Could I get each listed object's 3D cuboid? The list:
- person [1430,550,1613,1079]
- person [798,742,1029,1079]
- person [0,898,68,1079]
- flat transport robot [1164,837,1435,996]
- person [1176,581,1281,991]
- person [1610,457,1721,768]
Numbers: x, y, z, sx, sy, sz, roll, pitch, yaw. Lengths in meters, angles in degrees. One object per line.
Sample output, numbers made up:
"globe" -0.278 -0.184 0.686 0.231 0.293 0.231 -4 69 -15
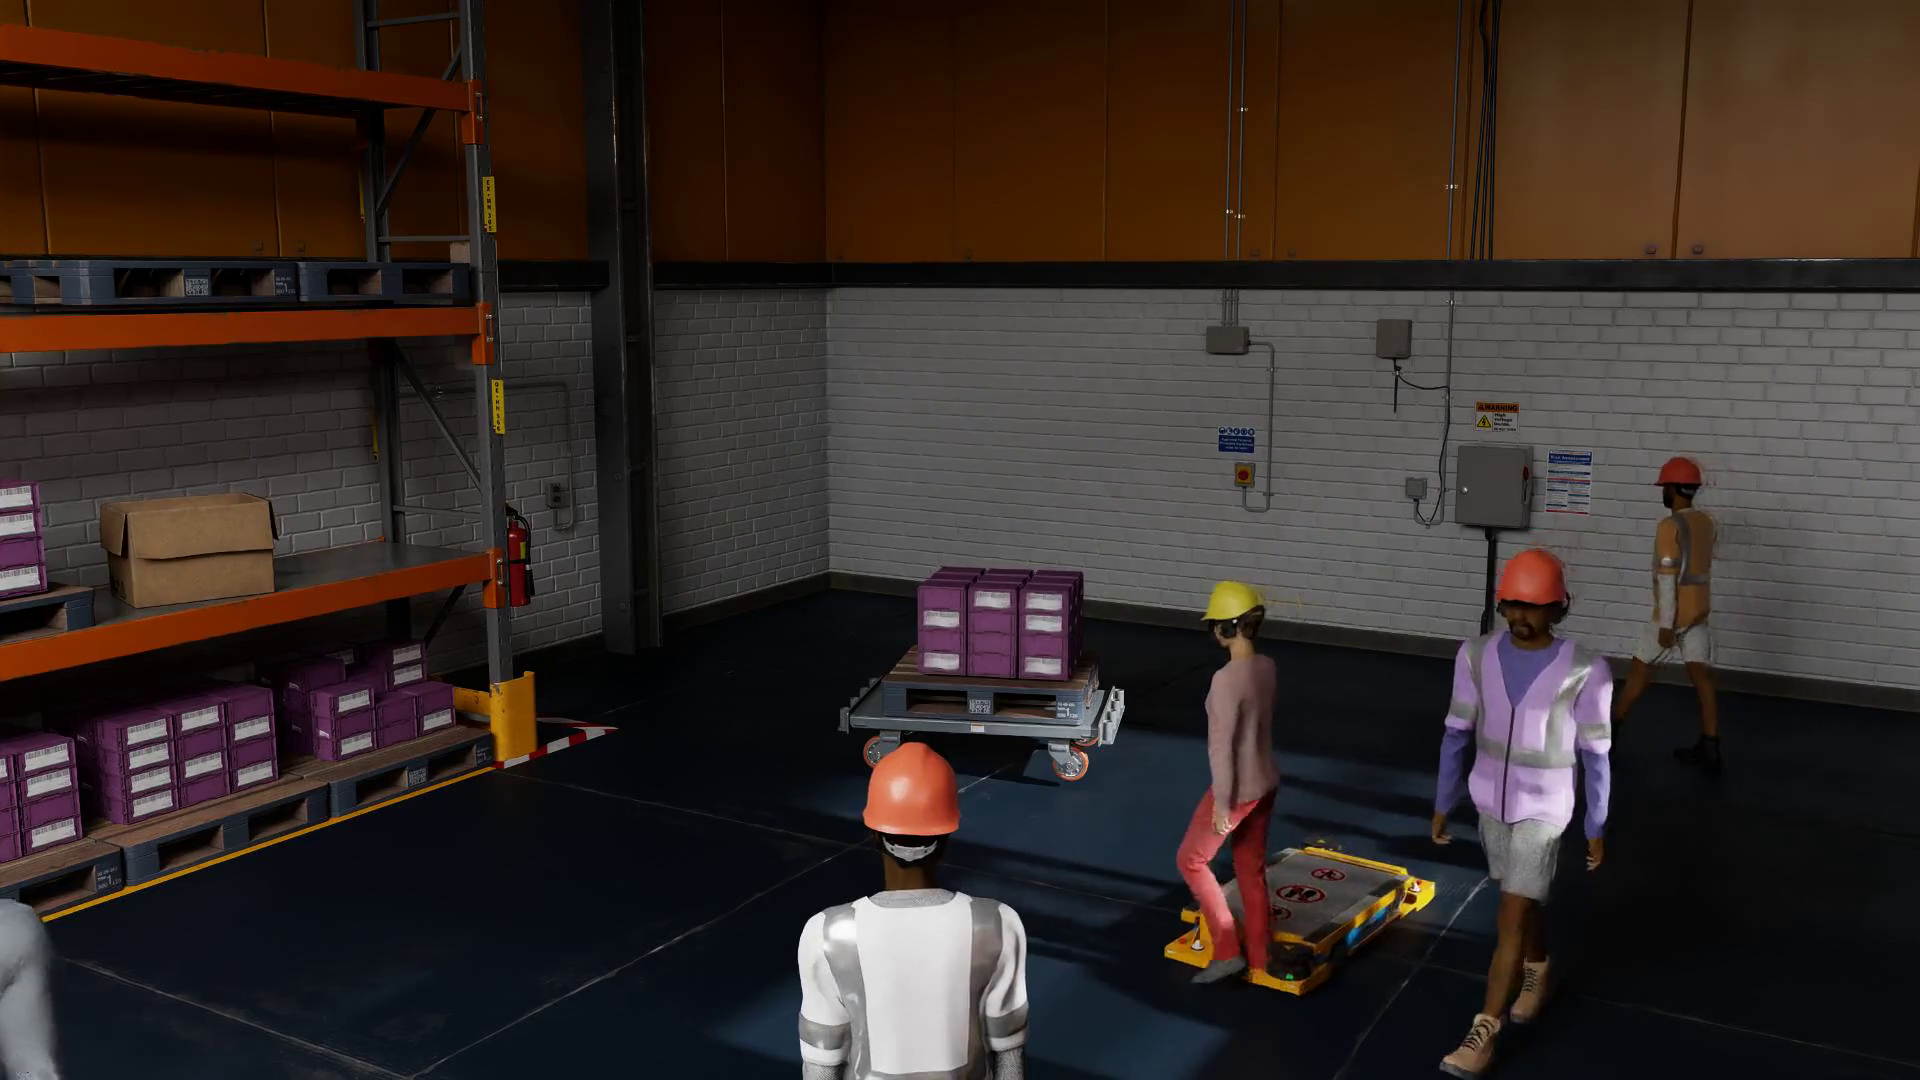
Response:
"person" 2.152 1.018 6.442 0.629 1.987 1.037 9 13 43
"person" -0.111 1.435 3.981 0.543 1.939 0.360 -1 9 -7
"person" -2.462 1.477 3.913 0.641 1.876 0.990 -7 11 -36
"flat transport robot" 1.585 1.684 7.614 0.652 0.197 1.431 7 12 37
"person" 1.147 1.043 7.015 0.444 1.742 0.541 7 11 35
"person" 4.401 0.428 10.425 0.550 1.884 0.982 -6 11 -33
